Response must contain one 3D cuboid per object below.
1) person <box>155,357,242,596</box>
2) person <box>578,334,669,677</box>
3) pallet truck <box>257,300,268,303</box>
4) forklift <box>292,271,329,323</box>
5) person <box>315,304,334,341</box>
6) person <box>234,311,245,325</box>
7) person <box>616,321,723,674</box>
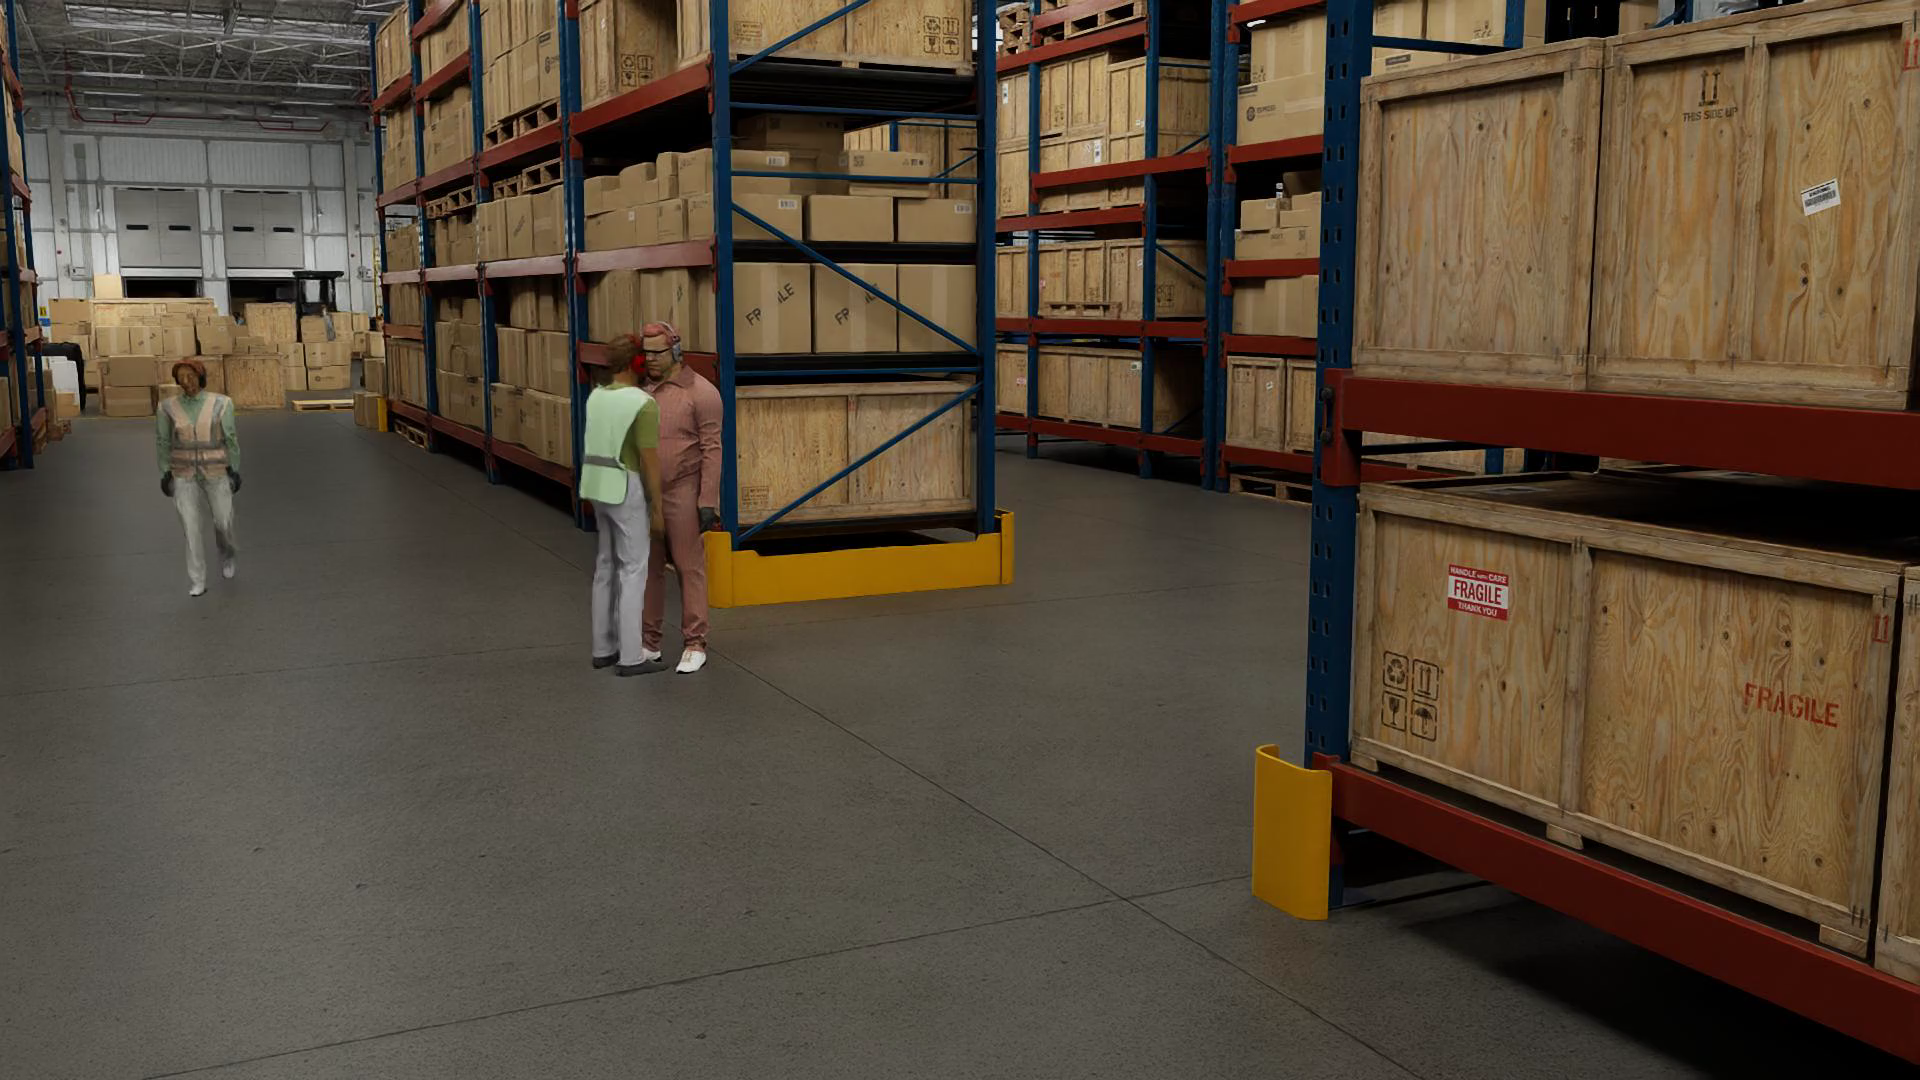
[{"bbox_3d":[-5.222,-0.445,11.425,0.537,1.625,0.467,-3,9,-17],"label":"person"},{"bbox_3d":[-1.808,-0.182,8.947,0.594,1.832,0.417,8,11,43],"label":"person"},{"bbox_3d":[-23.913,-7.404,58.171,1.885,1.965,0.823,-1,8,-9],"label":"pallet truck"},{"bbox_3d":[-18.631,-6.347,47.856,1.873,2.768,1.129,8,12,44],"label":"forklift"},{"bbox_3d":[-17.043,-5.331,44.317,1.009,1.890,0.626,4,9,27],"label":"person"},{"bbox_3d":[-24.918,-7.085,57.345,0.534,1.592,0.864,-3,9,-21],"label":"person"},{"bbox_3d":[-1.605,-0.228,9.021,0.638,1.903,0.408,3,9,22],"label":"person"}]
